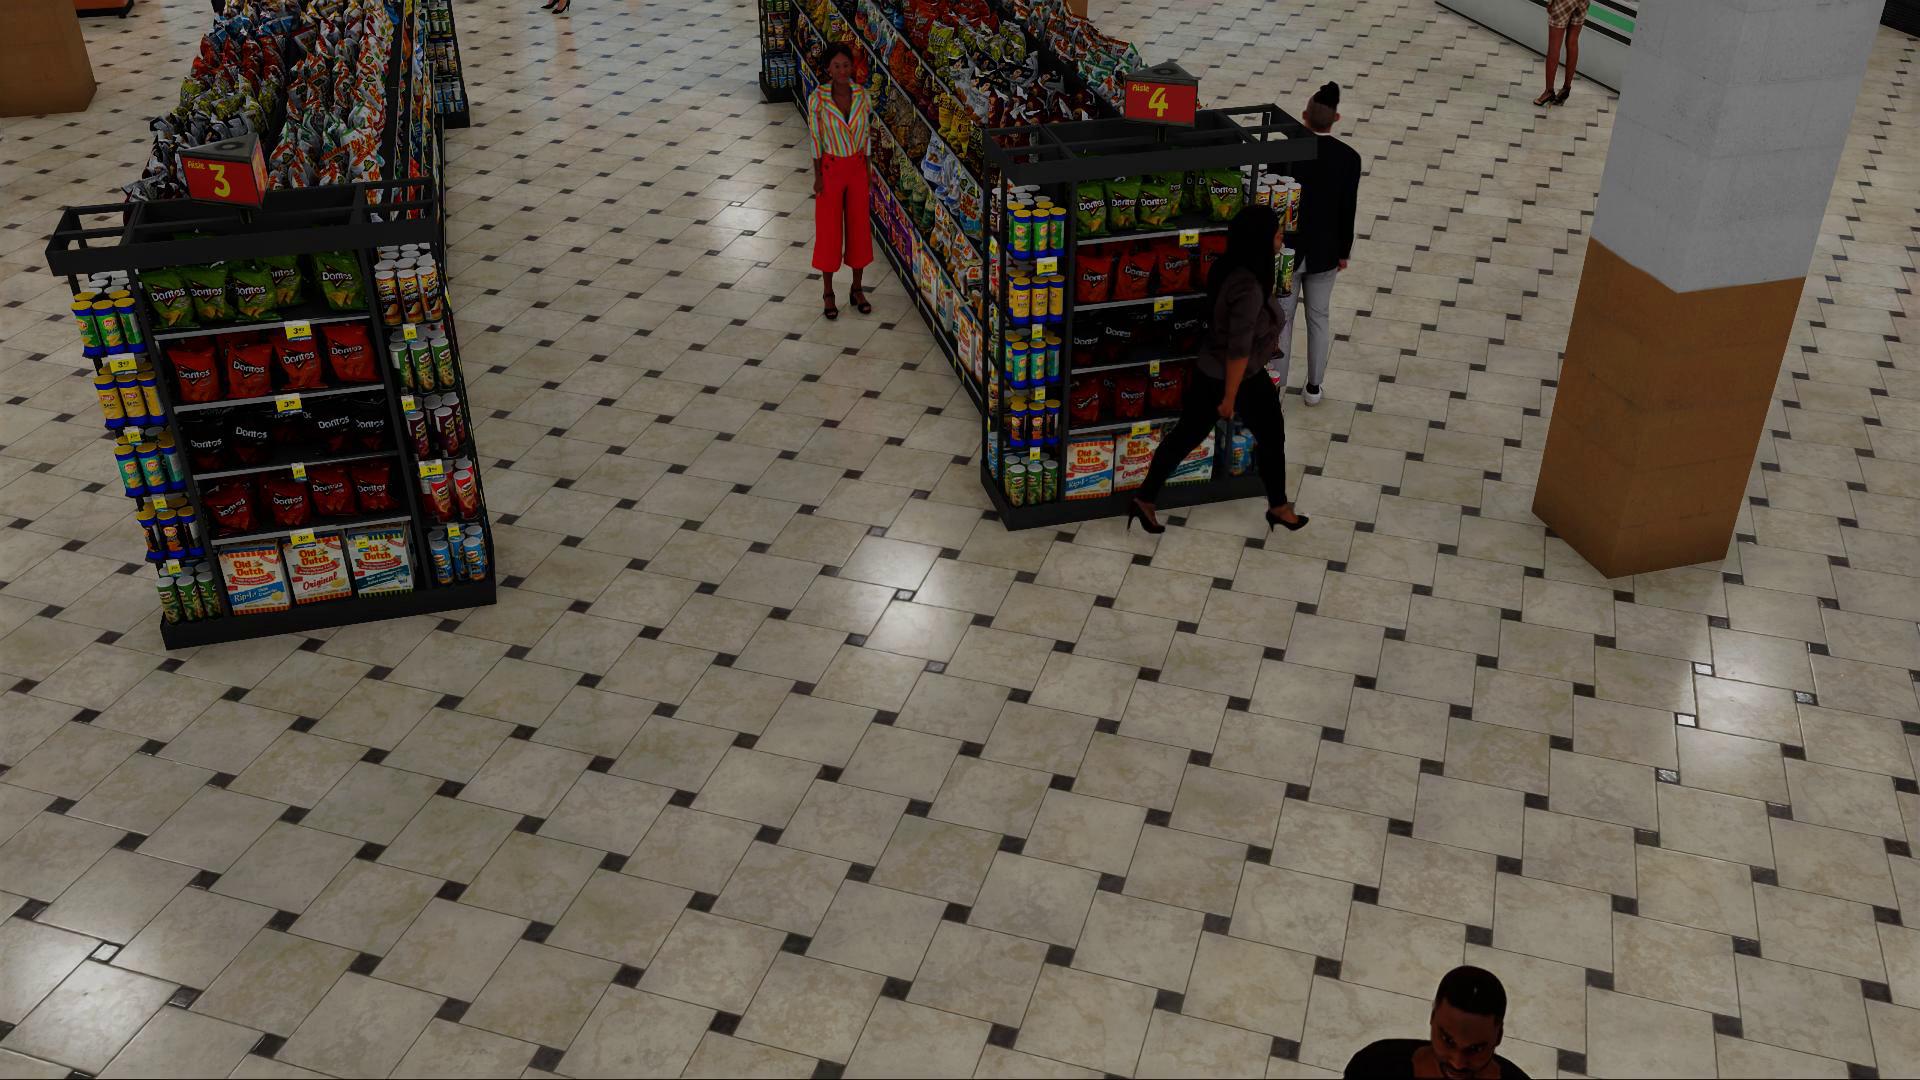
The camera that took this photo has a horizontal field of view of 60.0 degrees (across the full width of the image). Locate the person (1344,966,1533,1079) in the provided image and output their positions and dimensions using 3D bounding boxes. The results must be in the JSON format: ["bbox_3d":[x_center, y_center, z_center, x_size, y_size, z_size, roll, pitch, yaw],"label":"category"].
[{"bbox_3d":[1.147,1.739,4.181,0.715,1.805,0.716,8,33,13],"label":"person"}]

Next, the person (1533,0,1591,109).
[{"bbox_3d":[5.322,-4.682,14.511,0.588,1.794,0.554,-10,33,-15],"label":"person"}]

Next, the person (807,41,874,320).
[{"bbox_3d":[-0.755,-2.297,10.679,0.620,1.793,0.568,-13,34,-20],"label":"person"}]

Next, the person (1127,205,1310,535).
[{"bbox_3d":[1.226,-0.746,8.196,0.687,1.783,1.090,-8,33,-12],"label":"person"}]

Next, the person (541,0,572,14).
[{"bbox_3d":[-4.302,-6.443,17.318,0.865,1.819,0.781,-21,37,-29],"label":"person"}]

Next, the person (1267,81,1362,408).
[{"bbox_3d":[1.985,-1.680,9.540,0.764,1.949,0.697,0,32,0],"label":"person"}]
